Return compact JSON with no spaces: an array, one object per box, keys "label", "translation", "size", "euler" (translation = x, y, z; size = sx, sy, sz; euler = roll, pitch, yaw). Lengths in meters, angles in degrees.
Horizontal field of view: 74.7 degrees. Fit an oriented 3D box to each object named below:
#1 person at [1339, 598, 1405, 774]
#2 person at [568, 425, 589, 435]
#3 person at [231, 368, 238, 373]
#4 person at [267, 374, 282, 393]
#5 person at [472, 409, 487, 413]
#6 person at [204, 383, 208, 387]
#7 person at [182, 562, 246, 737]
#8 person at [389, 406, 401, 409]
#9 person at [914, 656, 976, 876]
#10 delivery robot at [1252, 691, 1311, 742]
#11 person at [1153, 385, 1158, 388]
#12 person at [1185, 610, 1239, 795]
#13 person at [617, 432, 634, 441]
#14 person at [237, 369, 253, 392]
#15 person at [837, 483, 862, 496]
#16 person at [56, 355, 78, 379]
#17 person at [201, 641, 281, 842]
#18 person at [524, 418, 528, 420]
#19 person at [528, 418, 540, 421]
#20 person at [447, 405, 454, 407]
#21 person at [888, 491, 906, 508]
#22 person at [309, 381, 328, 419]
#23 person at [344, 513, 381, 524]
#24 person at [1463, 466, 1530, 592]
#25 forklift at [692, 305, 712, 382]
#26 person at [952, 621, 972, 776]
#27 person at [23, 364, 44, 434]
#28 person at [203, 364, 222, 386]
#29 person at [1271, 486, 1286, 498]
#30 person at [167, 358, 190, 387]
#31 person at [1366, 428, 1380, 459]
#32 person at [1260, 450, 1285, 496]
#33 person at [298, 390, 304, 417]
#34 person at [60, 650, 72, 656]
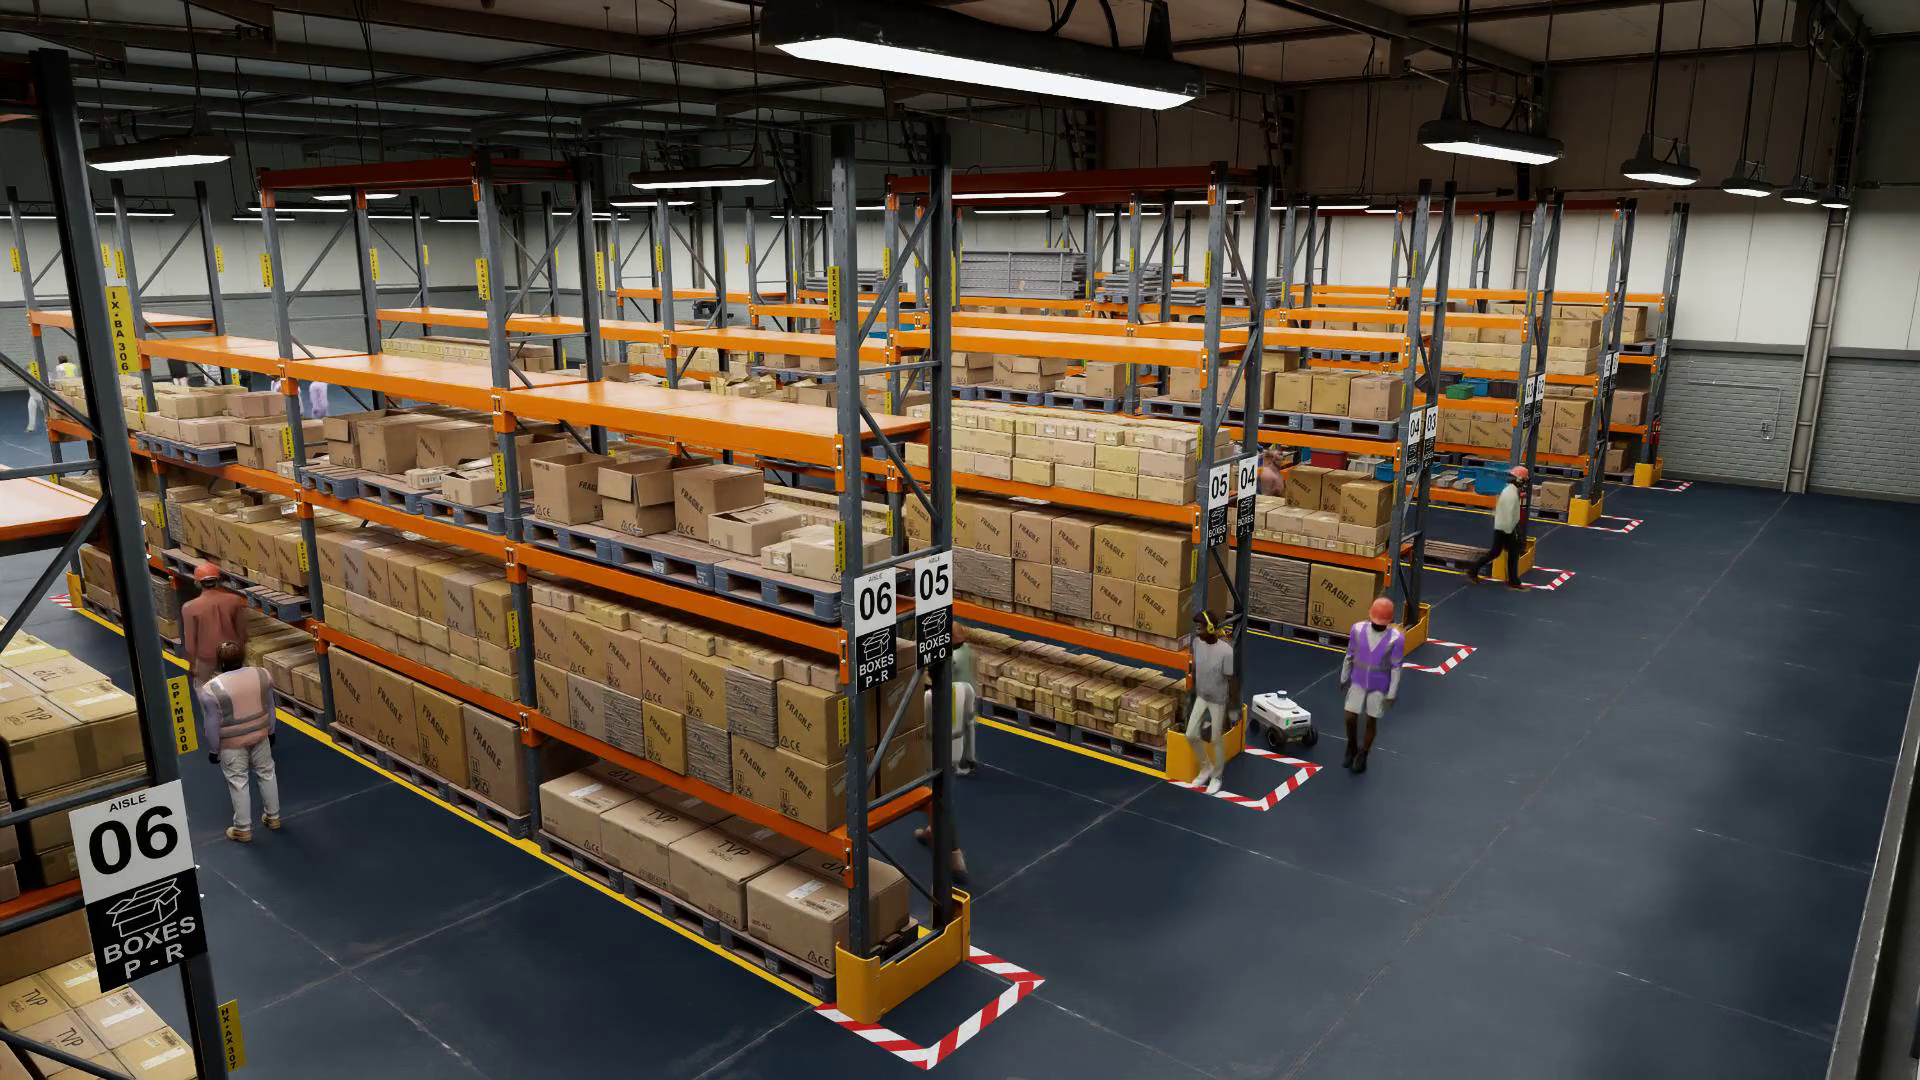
[{"label":"person","translation":[4.103,1.463,12.652],"size":[0.624,1.896,0.485],"euler":[9,16,32]},{"label":"person","translation":[-9.200,-2.797,30.189],"size":[0.671,1.891,0.465],"euler":[-9,16,-32]},{"label":"person","translation":[-22.248,-4.704,38.463],"size":[0.387,1.680,0.524],"euler":[7,15,27]},{"label":"person","translation":[-17.650,-3.465,32.630],"size":[0.615,2.039,0.388],"euler":[9,17,34]},{"label":"person","translation":[-11.786,-2.975,30.904],"size":[0.555,1.897,0.890],"euler":[-8,16,-29]},{"label":"person","translation":[-24.467,-5.439,41.180],"size":[0.656,1.831,0.487],"euler":[2,14,7]},{"label":"person","translation":[-8.060,1.197,13.598],"size":[0.651,1.965,0.646],"euler":[10,17,35]},{"label":"person","translation":[-12.878,-2.347,28.668],"size":[0.670,1.729,0.542],"euler":[5,14,18]},{"label":"person","translation":[-0.161,1.850,10.855],"size":[0.623,2.007,0.946],"euler":[-10,17,-36]},{"label":"delivery robot","translation":[3.479,1.876,13.651],"size":[0.477,0.478,0.707],"euler":[-5,15,-19]},{"label":"person","translation":[4.938,-3.140,31.543],"size":[0.379,1.921,0.586],"euler":[12,18,41]},{"label":"person","translation":[2.446,1.584,12.271],"size":[0.441,1.842,0.675],"euler":[-12,18,-39]},{"label":"person","translation":[-8.704,-3.384,32.686],"size":[0.642,1.862,0.992],"euler":[-6,15,-25]},{"label":"person","translation":[-22.629,-5.163,39.704],"size":[0.535,2.000,0.722],"euler":[6,15,22]},{"label":"person","translation":[-1.788,-0.476,21.122],"size":[0.772,1.670,0.536],"euler":[10,17,37]},{"label":"person","translation":[-27.061,-4.713,38.252],"size":[0.865,1.816,0.628],"euler":[5,15,20]},{"label":"person","translation":[-6.499,1.800,11.387],"size":[0.429,1.844,0.624],"euler":[8,16,31]},{"label":"person","translation":[-10.355,-2.660,30.262],"size":[0.588,1.581,0.867],"euler":[5,15,20]},{"label":"person","translation":[-9.229,-2.172,27.545],"size":[0.372,1.928,0.543],"euler":[-4,14,-14]},{"label":"person","translation":[-11.781,-2.607,29.617],"size":[0.532,1.806,0.828],"euler":[-7,15,-25]},{"label":"person","translation":[-0.871,0.120,18.176],"size":[0.618,1.902,0.595],"euler":[11,17,38]},{"label":"person","translation":[-16.855,-3.505,33.134],"size":[0.412,1.885,0.691],"euler":[1,14,2]},{"label":"person","translation":[-11.220,-1.175,23.526],"size":[0.911,1.910,0.615],"euler":[-12,18,-42]},{"label":"person","translation":[8.335,-0.195,19.421],"size":[0.951,1.939,0.640],"euler":[7,15,27]},{"label":"forklift","translation":[-9.511,-7.392,47.124],"size":[1.873,2.768,1.129],"euler":[11,17,38]},{"label":"person","translation":[-0.122,1.588,12.709],"size":[0.582,1.610,0.531],"euler":[5,15,21]},{"label":"person","translation":[-25.450,-3.906,34.773],"size":[0.647,1.890,1.015],"euler":[4,14,16]},{"label":"person","translation":[-23.806,-5.171,40.105],"size":[0.403,1.822,0.589],"euler":[7,15,25]},{"label":"person","translation":[4.916,-0.024,19.346],"size":[0.523,1.619,0.549],"euler":[-11,18,-39]},{"label":"person","translation":[-24.608,-5.158,39.775],"size":[0.658,1.958,0.708],"euler":[2,14,7]},{"label":"person","translation":[8.025,-1.439,24.760],"size":[0.876,1.833,0.525],"euler":[6,15,23]},{"label":"person","translation":[5.231,-0.568,21.040],"size":[0.420,1.892,0.648],"euler":[6,15,25]},{"label":"person","translation":[-17.000,-3.251,32.037],"size":[0.728,1.900,0.591],"euler":[-3,14,-11]},{"label":"person","translation":[-8.078,1.838,11.458],"size":[0.483,1.737,0.320],"euler":[3,14,14]}]
